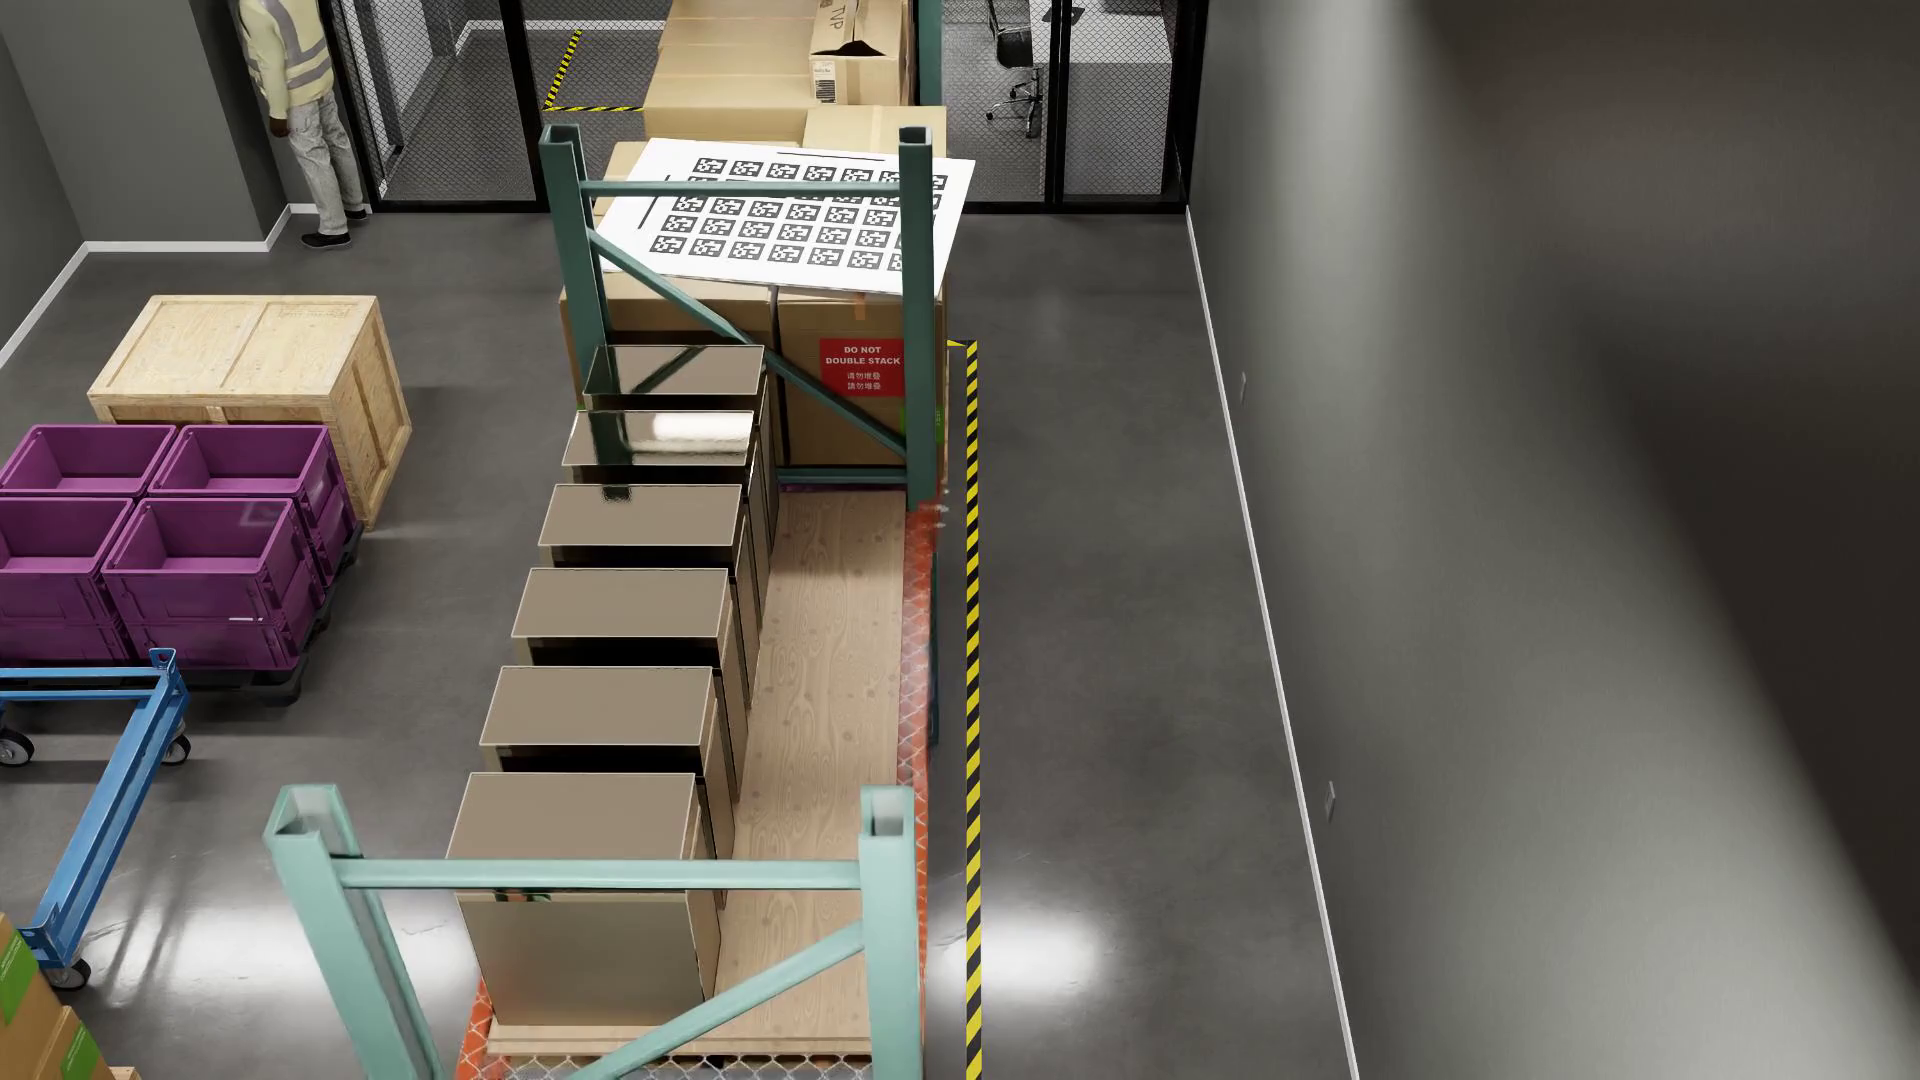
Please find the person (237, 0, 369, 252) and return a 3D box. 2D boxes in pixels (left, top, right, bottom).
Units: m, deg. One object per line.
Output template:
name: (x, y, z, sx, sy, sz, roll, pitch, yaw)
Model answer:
person: (-3.479, -2.384, 8.690, 0.404, 1.835, 0.590, 7, 42, 7)
